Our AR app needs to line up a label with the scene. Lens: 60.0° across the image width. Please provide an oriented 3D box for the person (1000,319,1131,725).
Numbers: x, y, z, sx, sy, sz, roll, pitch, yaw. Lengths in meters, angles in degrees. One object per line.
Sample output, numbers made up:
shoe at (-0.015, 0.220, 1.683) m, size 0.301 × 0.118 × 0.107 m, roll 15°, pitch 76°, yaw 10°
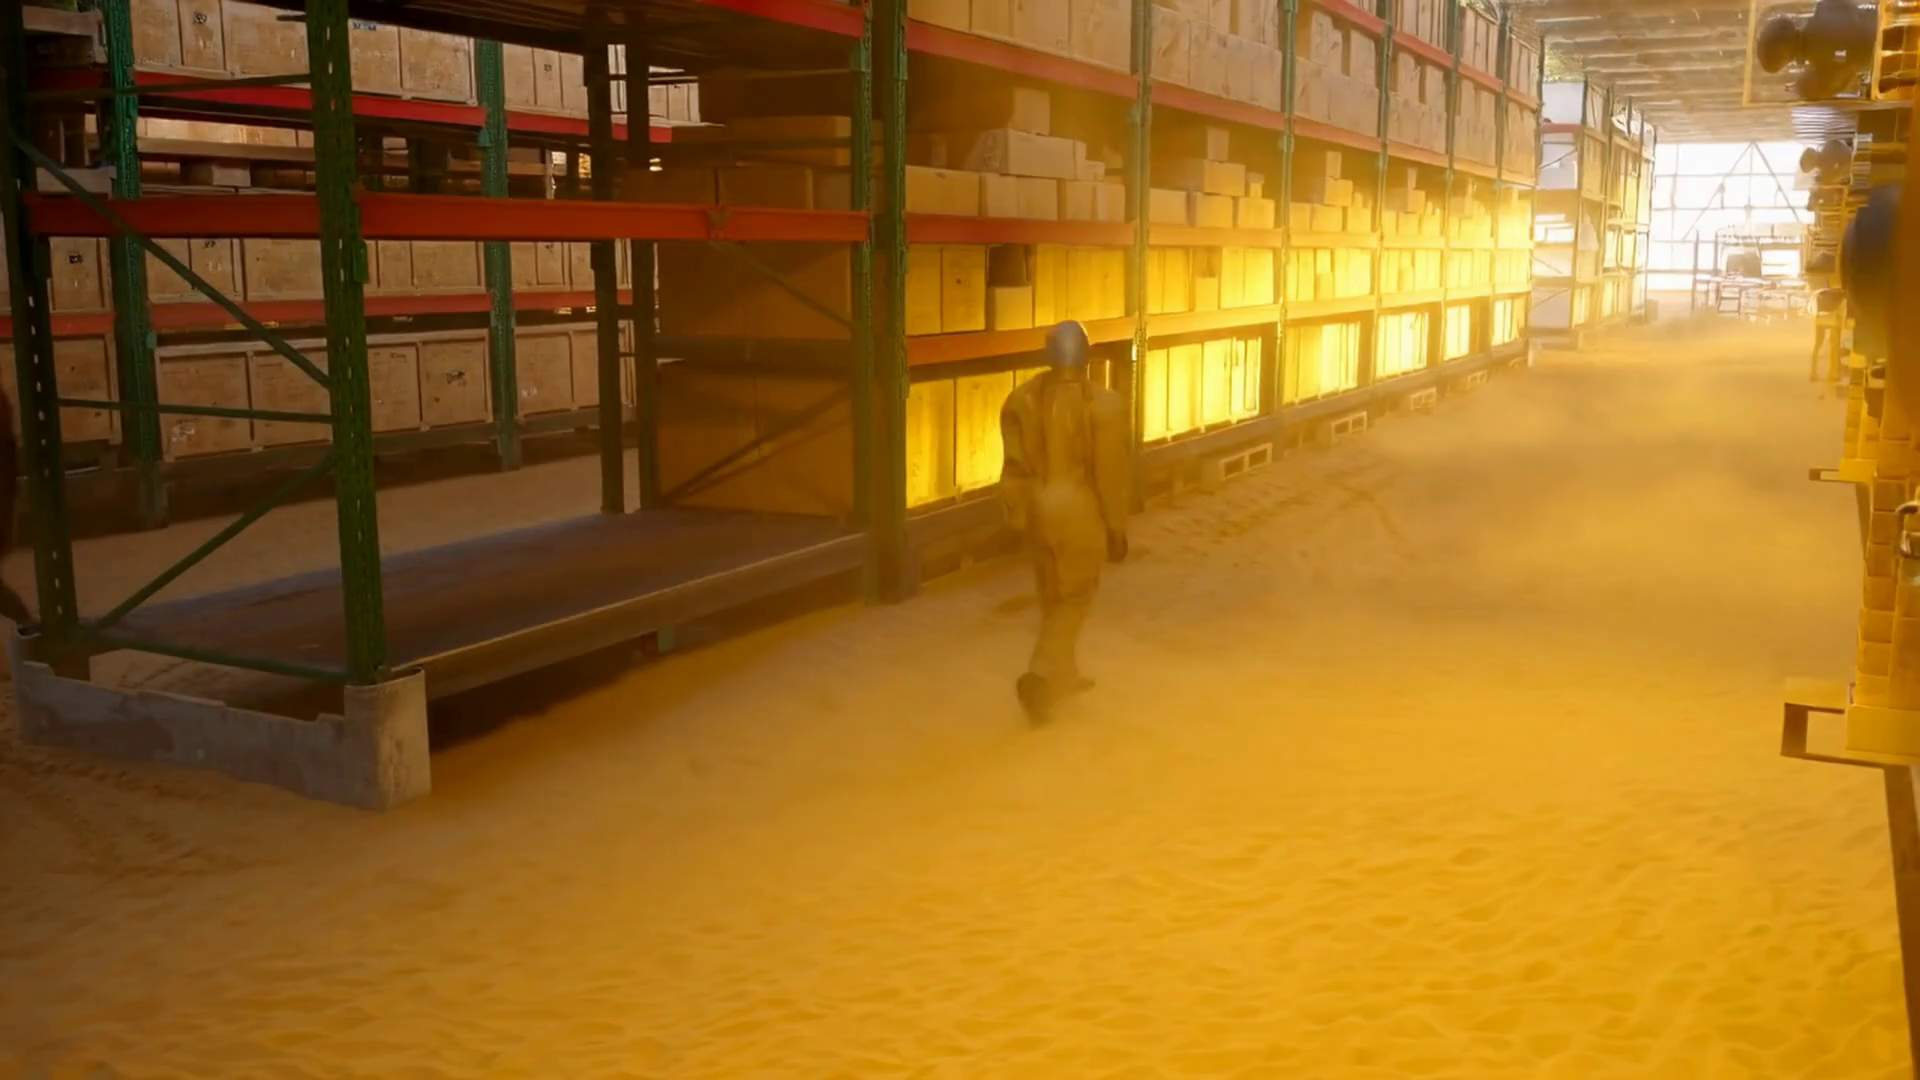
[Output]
person at (0.474, -0.101, 7.852) m, size 0.654 × 1.879 × 0.886 m, roll 6°, pitch 12°, yaw 33°

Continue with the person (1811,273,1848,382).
person at (14.690, -3.581, 28.115) m, size 0.393 × 1.836 × 0.561 m, roll -8°, pitch 12°, yaw -38°

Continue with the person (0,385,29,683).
person at (-4.882, -0.176, 8.157) m, size 0.547 × 1.924 × 0.433 m, roll 4°, pitch 10°, yaw 21°

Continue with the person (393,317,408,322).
person at (-6.834, -2.212, 20.440) m, size 0.306 × 1.745 × 0.483 m, roll -3°, pitch 10°, yaw -15°
